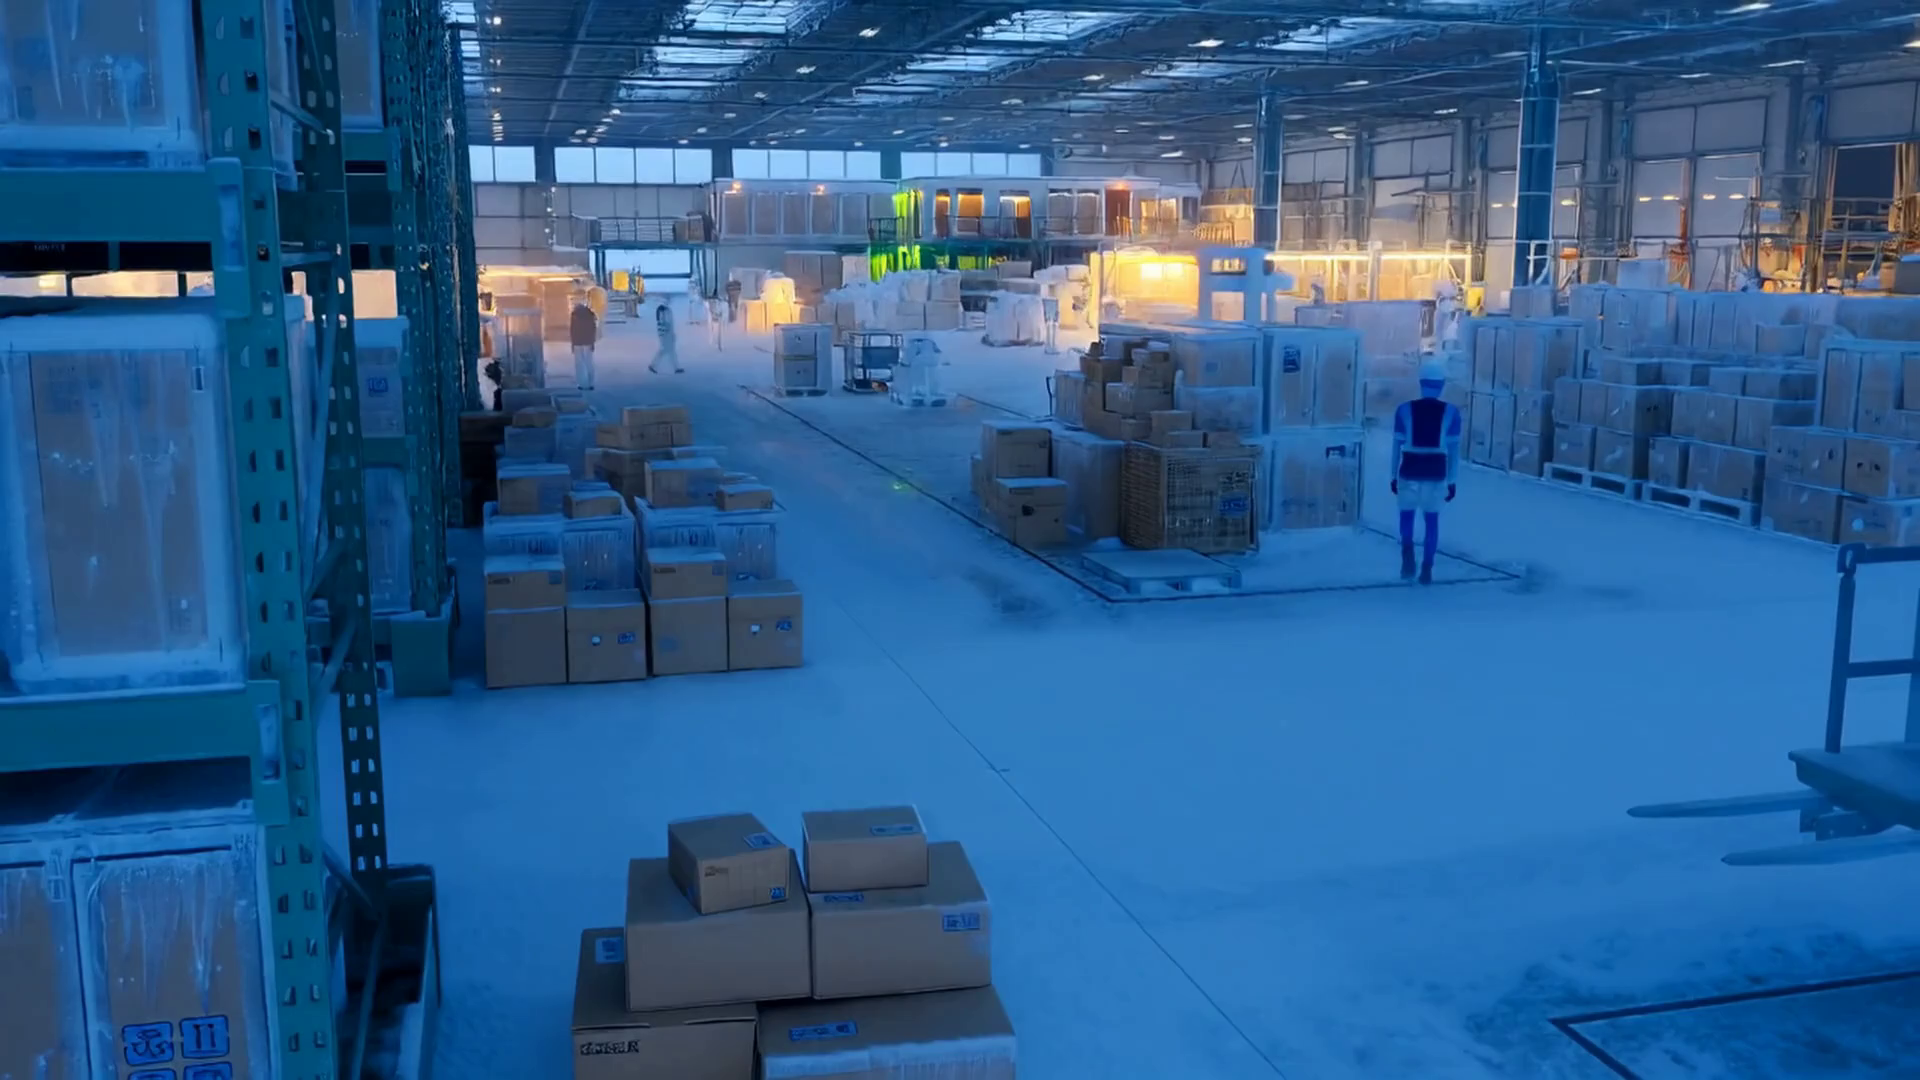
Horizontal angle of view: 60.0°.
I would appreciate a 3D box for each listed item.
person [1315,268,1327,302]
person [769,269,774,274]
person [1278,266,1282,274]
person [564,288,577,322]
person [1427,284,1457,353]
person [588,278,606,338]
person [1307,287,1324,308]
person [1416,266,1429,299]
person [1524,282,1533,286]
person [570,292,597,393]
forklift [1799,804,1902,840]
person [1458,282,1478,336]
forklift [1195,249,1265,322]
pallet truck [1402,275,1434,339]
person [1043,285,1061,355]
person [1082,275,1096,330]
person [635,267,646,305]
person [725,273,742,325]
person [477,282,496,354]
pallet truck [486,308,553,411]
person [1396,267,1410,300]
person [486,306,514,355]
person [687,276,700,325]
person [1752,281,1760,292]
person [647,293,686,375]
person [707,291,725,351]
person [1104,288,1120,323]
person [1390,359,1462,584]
[{"bbox_3d":[17.211,-12.063,79.465,0.431,1.835,0.624,-10,14,-43],"label":"person"},{"bbox_3d":[-8.096,-10.664,71.351,0.599,1.896,0.752,0,10,0],"label":"person"},{"bbox_3d":[15.352,-12.084,79.339,0.626,1.921,0.545,3,10,15],"label":"person"},{"bbox_3d":[-11.757,-6.843,50.518,0.506,1.611,0.374,4,11,23],"label":"person"},{"bbox_3d":[11.409,-5.075,39.288,0.995,2.000,0.685,-3,10,-14],"label":"person"},{"bbox_3d":[-11.436,-7.318,52.452,0.547,1.893,1.025,-4,11,-22],"label":"person"},{"bbox_3d":[8.299,-5.025,39.361,0.800,1.907,0.658,-3,10,-15],"label":"person"},{"bbox_3d":[21.431,-11.679,76.926,0.648,1.942,0.980,4,11,24],"label":"person"},{"bbox_3d":[15.242,-5.945,44.562,0.614,1.913,0.532,-1,10,-7],"label":"person"},{"bbox_3d":[-7.420,-3.871,32.634,0.622,1.980,0.406,5,11,28],"label":"person"},{"bbox_3d":[5.115,0.112,7.537,1.873,2.768,1.129,-3,10,-15],"label":"forklift"},{"bbox_3d":[16.055,-7.286,52.585,0.638,1.778,1.005,1,10,8],"label":"person"},{"bbox_3d":[3.850,-2.790,23.972,1.129,2.768,1.873,6,12,30],"label":"forklift"},{"bbox_3d":[14.620,-7.324,52.145,0.823,1.965,1.885,8,13,40],"label":"pallet truck"},{"bbox_3d":[2.438,-5.828,44.079,0.509,1.860,0.334,7,12,33],"label":"person"},{"bbox_3d":[4.417,-8.122,56.937,0.453,1.899,0.597,-9,13,-42],"label":"person"},{"bbox_3d":[-15.739,-12.496,81.861,0.511,1.845,0.341,7,12,35],"label":"person"},{"bbox_3d":[-8.316,-8.866,61.117,0.619,1.920,0.994,-2,10,-9],"label":"person"},{"bbox_3d":[-12.573,-5.871,44.086,0.551,1.935,0.375,-6,12,-31],"label":"person"},{"bbox_3d":[-6.242,-2.418,24.362,0.823,1.965,1.885,1,10,3],"label":"pallet truck"},{"bbox_3d":[20.801,-11.874,78.131,0.650,1.916,0.539,-1,10,-5],"label":"person"},{"bbox_3d":[-9.424,-3.963,34.061,0.555,1.646,0.865,-2,10,-9],"label":"person"},{"bbox_3d":[-9.797,-8.799,61.154,0.314,1.768,0.527,9,13,41],"label":"person"},{"bbox_3d":[23.150,-6.617,48.494,0.608,1.881,0.992,4,11,22],"label":"person"},{"bbox_3d":[-6.625,-4.611,37.221,0.953,1.846,0.582,-6,12,-31],"label":"person"},{"bbox_3d":[-6.729,-6.041,45.926,0.505,1.632,0.310,2,10,12],"label":"person"},{"bbox_3d":[3.363,-4.769,37.917,0.830,1.907,0.628,-4,11,-22],"label":"person"},{"bbox_3d":[3.929,-0.558,14.050,0.565,1.919,0.547,3,10,15],"label":"person"}]
